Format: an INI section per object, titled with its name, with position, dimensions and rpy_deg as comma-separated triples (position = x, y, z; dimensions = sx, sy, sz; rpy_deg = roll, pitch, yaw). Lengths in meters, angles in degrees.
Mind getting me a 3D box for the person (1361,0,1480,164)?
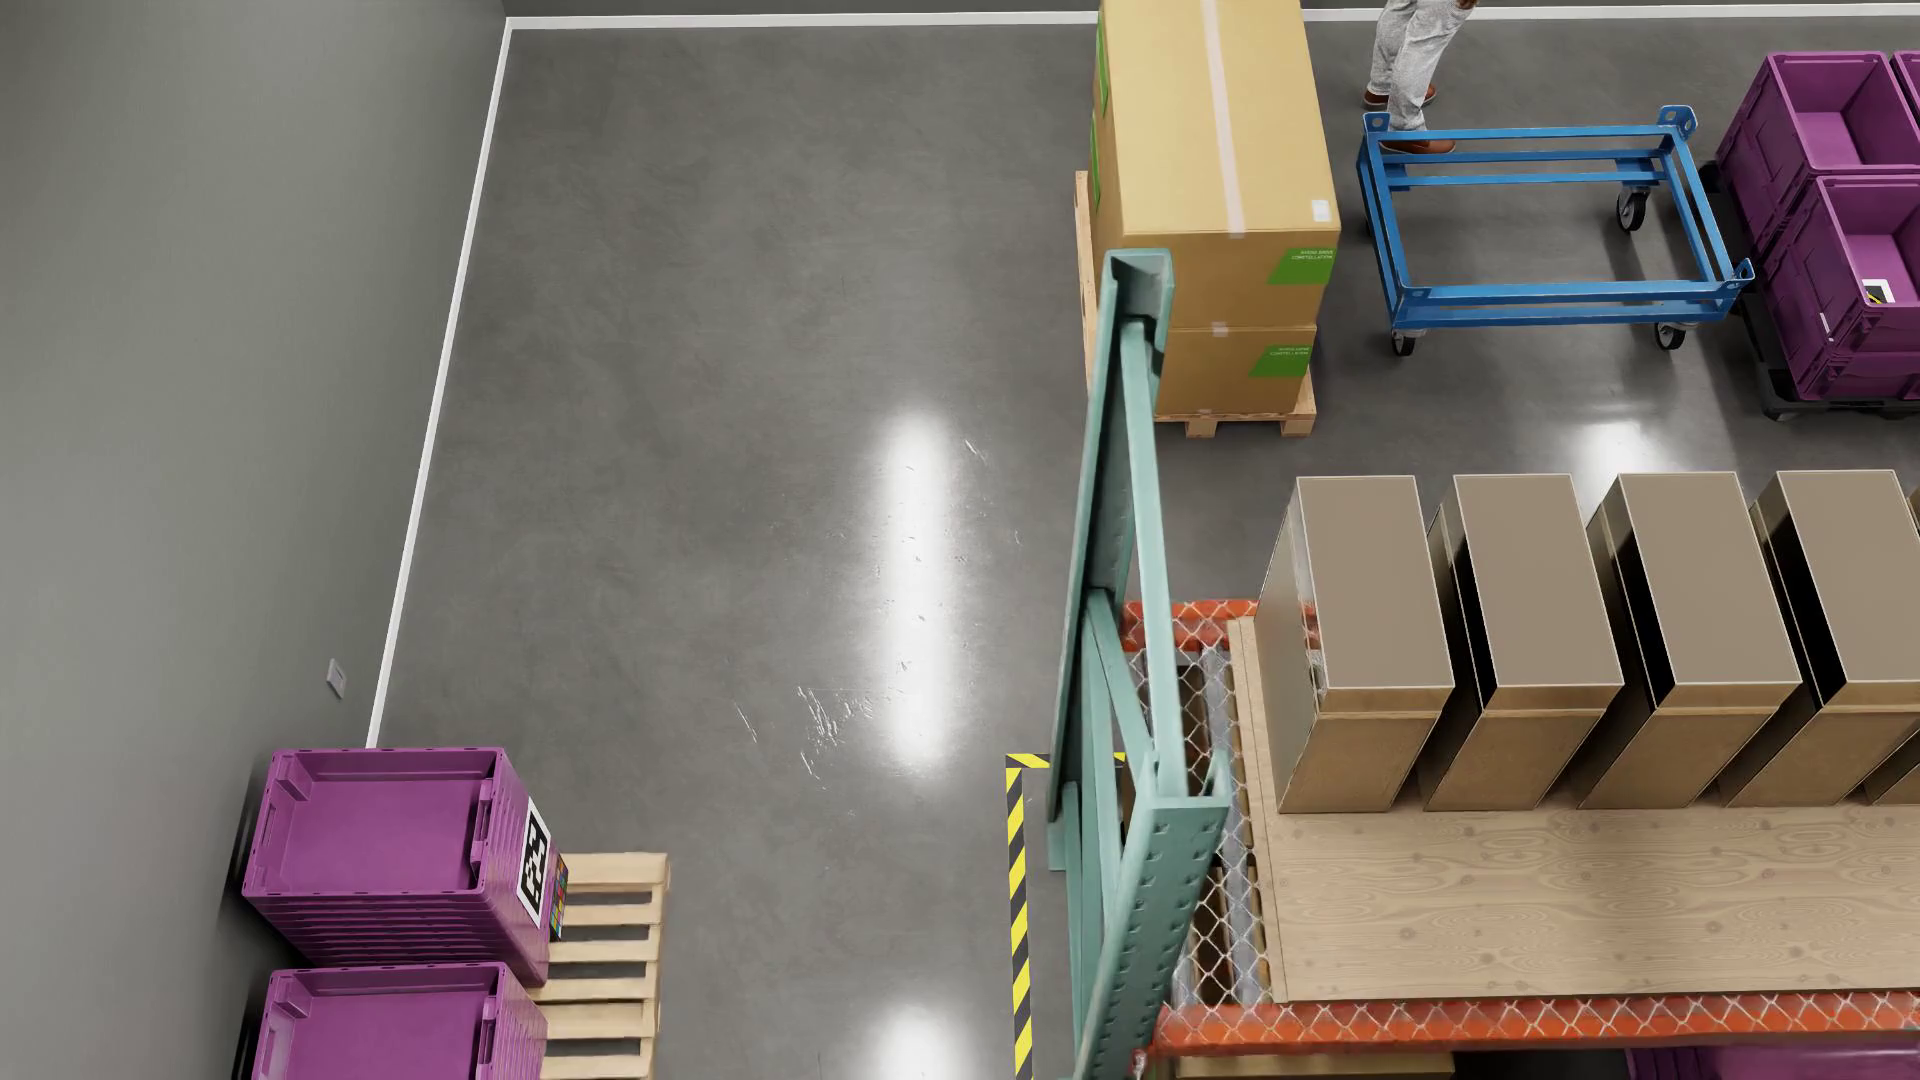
[person]
position = 1.820, -2.241, 6.077
dimensions = 0.373, 1.940, 0.629
rpy_deg = -3, 58, -2
